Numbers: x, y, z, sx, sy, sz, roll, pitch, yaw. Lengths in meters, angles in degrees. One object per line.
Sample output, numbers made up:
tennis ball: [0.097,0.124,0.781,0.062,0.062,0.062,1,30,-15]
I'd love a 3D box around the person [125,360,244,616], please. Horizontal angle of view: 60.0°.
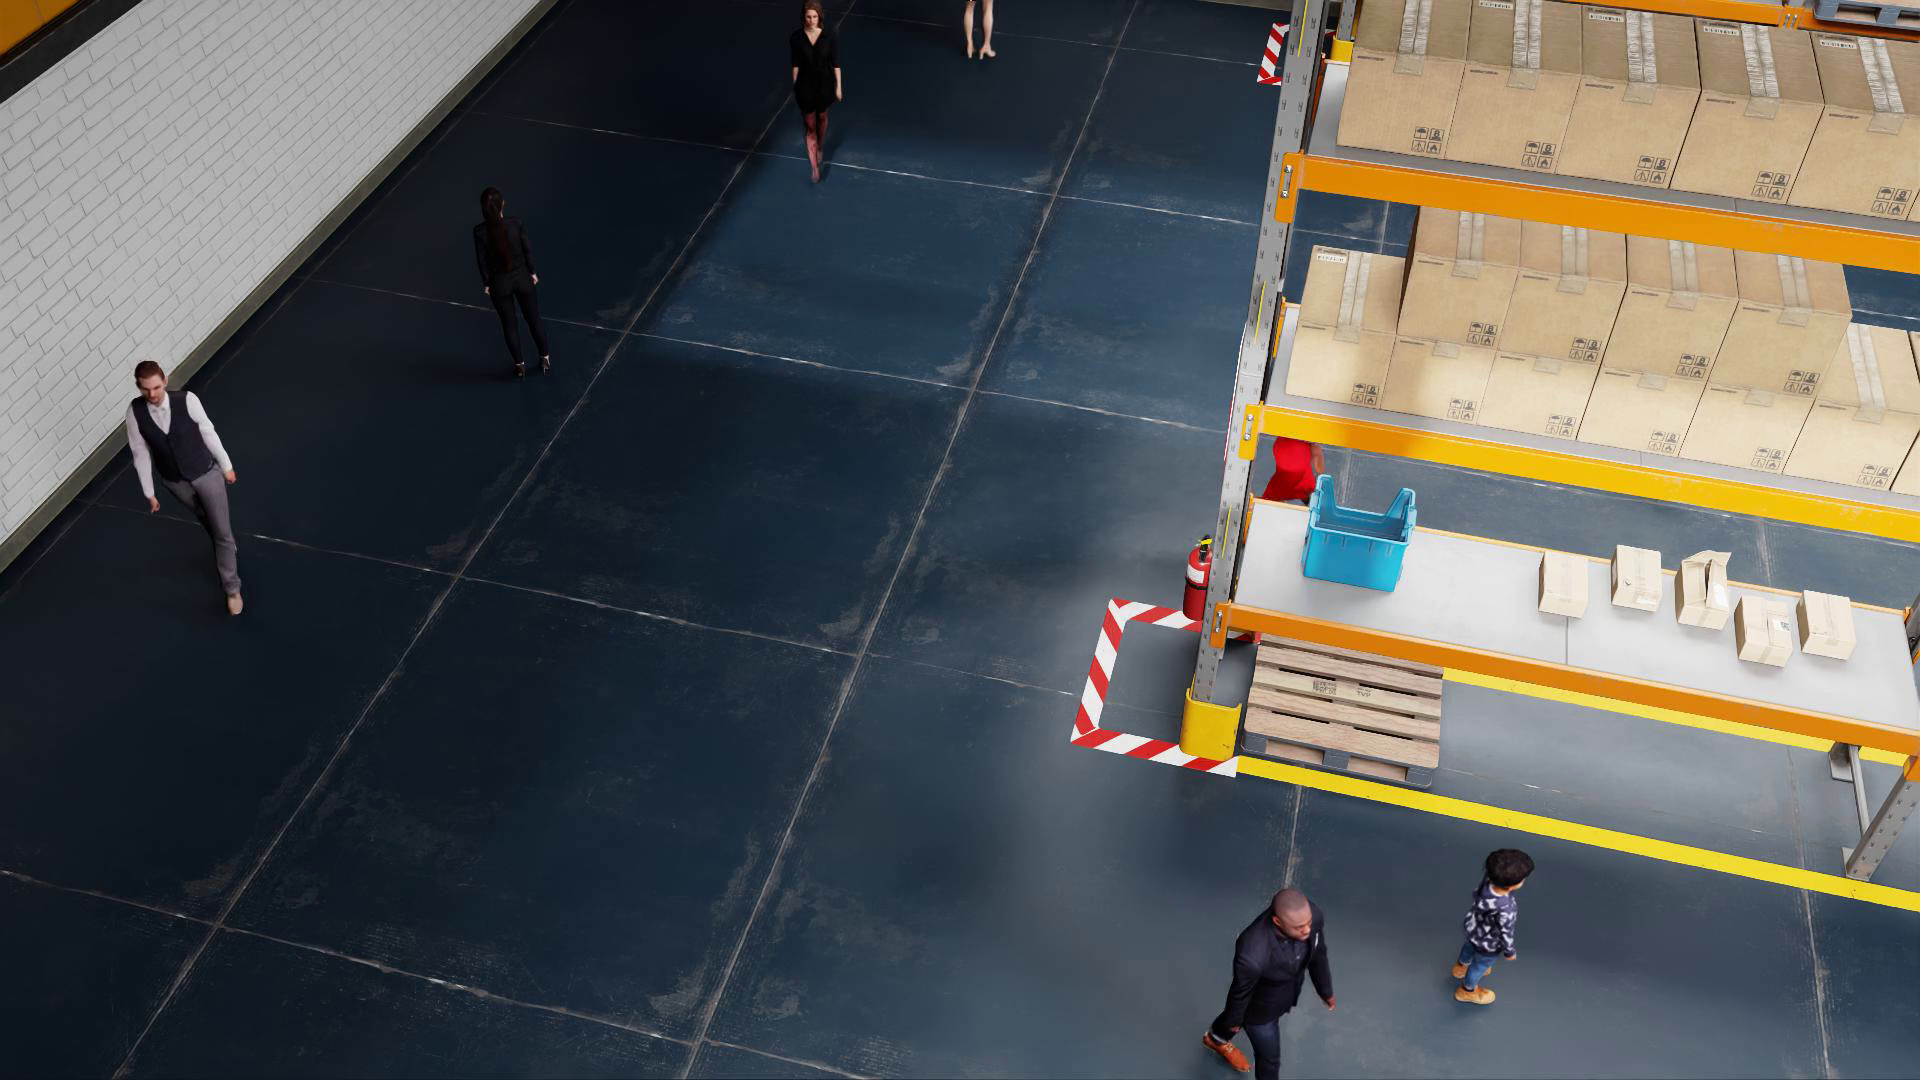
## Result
person: [-5.182,-0.507,11.239,1.101,1.911,1.047,-7,44,-8]

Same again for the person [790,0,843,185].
person: [-1.330,-4.202,15.283,0.892,1.683,0.854,-5,44,-6]

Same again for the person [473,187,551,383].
person: [-3.491,-1.994,12.945,0.604,1.711,0.698,-15,46,-15]

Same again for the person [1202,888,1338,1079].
person: [1.495,2.255,8.438,1.066,1.777,1.231,-34,53,-31]

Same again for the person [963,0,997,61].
person: [0.200,-5.739,16.831,0.651,1.773,0.770,21,47,20]

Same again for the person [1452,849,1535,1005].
person: [2.845,2.094,8.988,0.588,1.249,0.559,0,44,0]
